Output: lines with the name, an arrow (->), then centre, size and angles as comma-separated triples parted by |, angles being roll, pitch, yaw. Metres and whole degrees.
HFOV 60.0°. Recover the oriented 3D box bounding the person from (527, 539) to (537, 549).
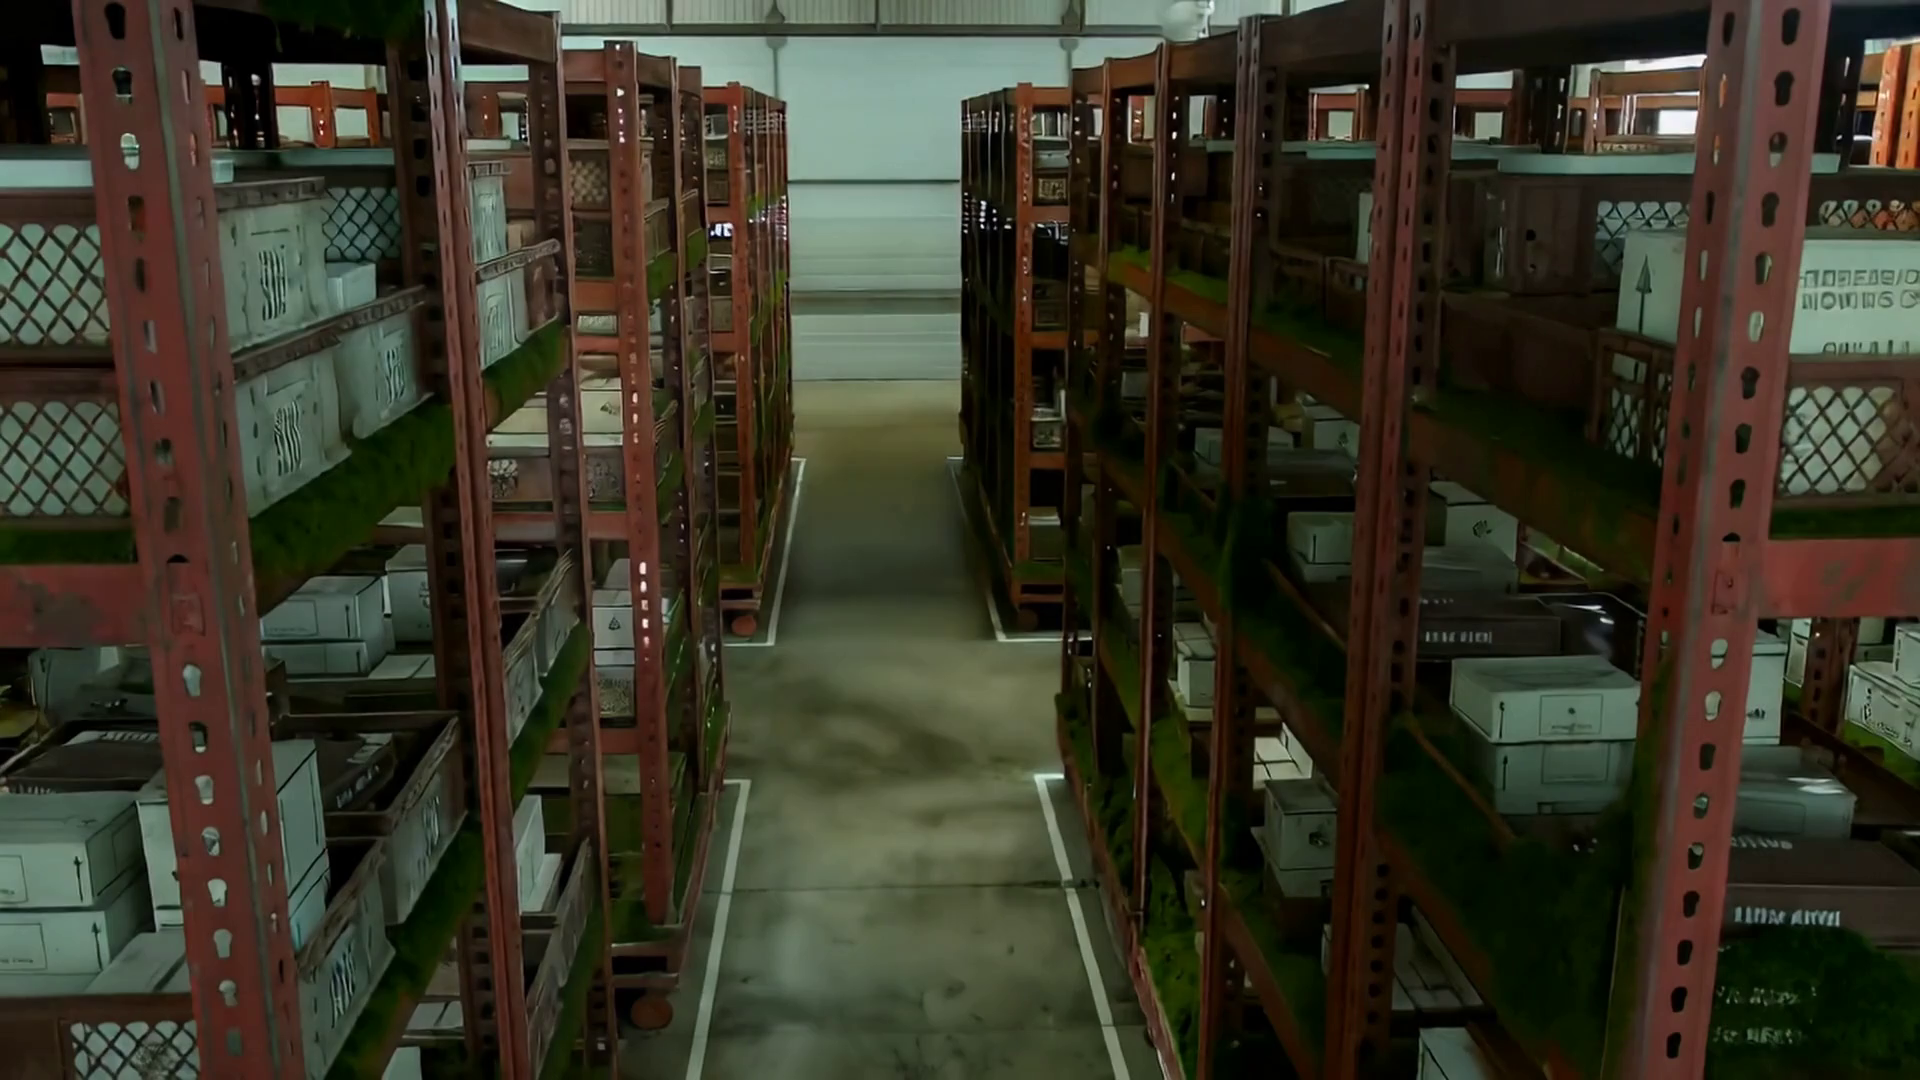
person -> -2.640, -0.199, 10.474 | 0.415, 1.985, 0.611 | -1, 14, -3
